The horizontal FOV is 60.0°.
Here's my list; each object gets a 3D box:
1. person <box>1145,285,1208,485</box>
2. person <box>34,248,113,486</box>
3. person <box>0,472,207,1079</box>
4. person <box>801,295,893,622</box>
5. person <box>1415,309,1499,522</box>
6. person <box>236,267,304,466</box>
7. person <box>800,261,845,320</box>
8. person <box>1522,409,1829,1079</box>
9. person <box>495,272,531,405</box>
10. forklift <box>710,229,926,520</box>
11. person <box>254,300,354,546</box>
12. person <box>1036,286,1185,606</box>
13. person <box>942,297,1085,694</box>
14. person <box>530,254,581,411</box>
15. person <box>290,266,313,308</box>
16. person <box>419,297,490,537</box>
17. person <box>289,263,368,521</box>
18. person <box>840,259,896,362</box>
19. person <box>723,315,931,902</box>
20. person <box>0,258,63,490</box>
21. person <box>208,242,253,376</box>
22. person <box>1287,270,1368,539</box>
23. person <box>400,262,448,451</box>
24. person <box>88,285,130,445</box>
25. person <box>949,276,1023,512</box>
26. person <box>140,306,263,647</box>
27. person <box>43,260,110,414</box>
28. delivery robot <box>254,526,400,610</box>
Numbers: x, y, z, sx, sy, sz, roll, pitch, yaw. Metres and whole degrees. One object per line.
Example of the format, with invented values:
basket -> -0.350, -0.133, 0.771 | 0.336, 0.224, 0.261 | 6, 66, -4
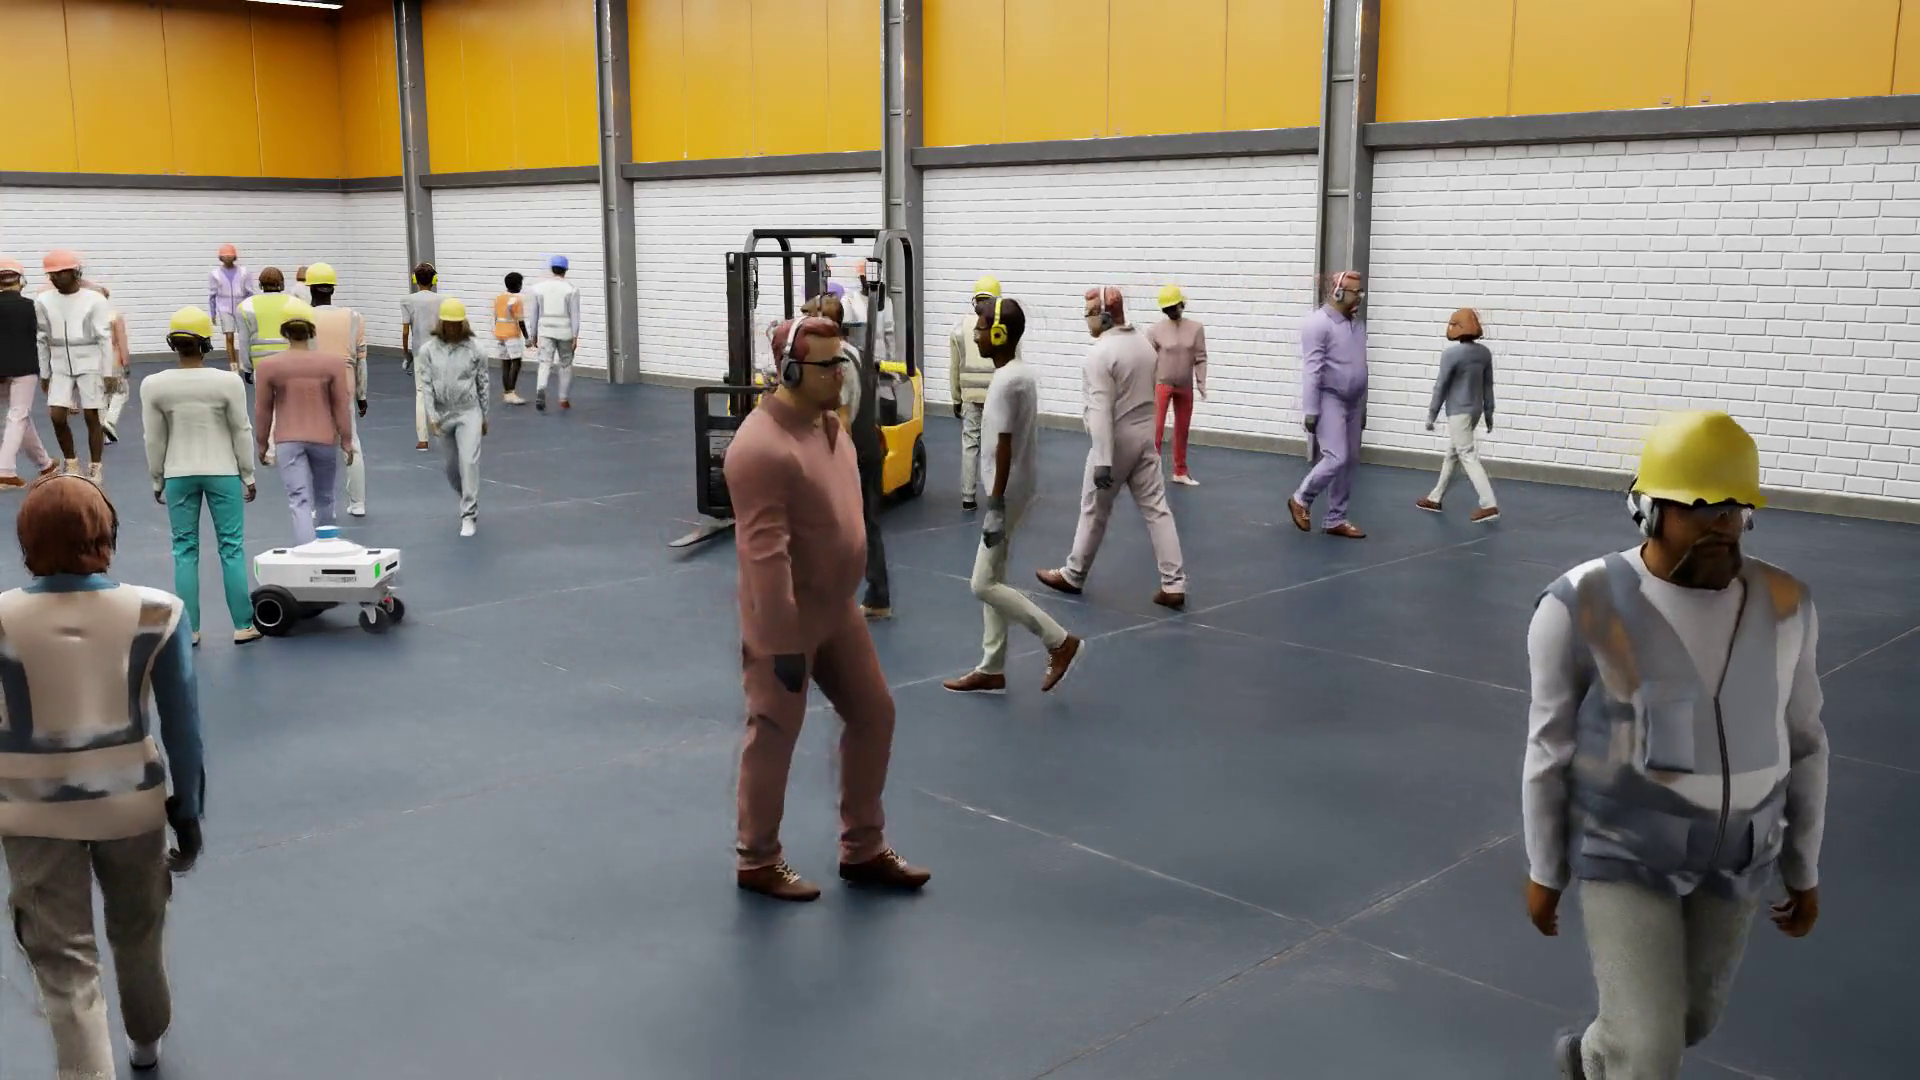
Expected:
person -> 1.778, -1.272, 13.986 | 0.627, 1.720, 0.636 | -2, 11, -12
person -> -7.426, -1.423, 13.948 | 0.642, 2.026, 0.504 | -1, 10, -7
person -> -2.050, 0.638, 3.891 | 0.516, 1.593, 0.849 | -7, 12, -33
person -> -0.692, -0.431, 9.137 | 0.717, 1.809, 0.510 | 3, 11, 16
person -> 3.802, -0.946, 12.548 | 0.511, 1.585, 0.888 | -7, 12, -32
person -> -6.337, -1.606, 15.444 | 0.624, 1.844, 0.430 | -3, 11, -17
person -> -1.647, -2.451, 20.033 | 0.564, 1.848, 0.388 | -5, 11, -24
person -> 1.458, 0.612, 3.469 | 0.599, 1.804, 0.836 | -1, 10, -4
person -> -5.699, -2.550, 21.053 | 0.357, 1.672, 0.697 | -10, 14, -43
forklift -> -1.050, -1.319, 12.920 | 1.214, 2.155, 2.313 | 2, 11, 13
person -> -4.069, -0.611, 10.300 | 0.548, 1.724, 0.851 | -5, 12, -27
person -> 0.929, -0.539, 9.642 | 1.024, 1.839, 0.763 | 9, 13, 39
person -> 0.231, -0.178, 7.612 | 0.584, 1.855, 0.547 | 1, 10, 6
person -> -4.902, -2.490, 20.104 | 0.645, 1.910, 0.849 | 0, 10, -1
person -> -10.706, -3.666, 27.254 | 0.522, 1.618, 0.425 | -6, 12, -31
person -> -3.629, -0.918, 12.071 | 0.470, 1.702, 0.770 | 0, 10, -3
person -> -4.739, -1.105, 12.480 | 0.372, 1.925, 0.595 | 10, 14, 42
person -> -0.861, -1.723, 15.879 | 0.586, 1.911, 0.653 | -6, 12, -28
person -> -0.409, 0.245, 5.247 | 0.755, 1.880, 0.672 | 4, 11, 22
person -> -7.986, -1.416, 14.160 | 0.664, 1.925, 0.988 | 0, 10, 1
person -> -10.993, -3.473, 25.122 | 0.642, 2.021, 0.514 | -5, 12, -25
person -> 2.646, -0.943, 11.697 | 0.664, 1.887, 0.464 | -10, 14, -43
person -> -5.277, -1.822, 16.544 | 0.532, 1.871, 0.319 | -3, 11, -17
person -> -8.711, -1.771, 16.911 | 0.536, 1.623, 0.388 | 0, 10, -2
person -> 0.210, -1.107, 12.781 | 0.593, 1.824, 0.403 | 4, 11, 21
person -> -3.937, -0.323, 8.652 | 0.523, 1.769, 0.317 | -2, 11, -12
person -> -10.456, -2.395, 19.704 | 0.683, 1.854, 0.992 | -8, 13, -38
delivery robot -> -3.426, 0.168, 9.026 | 0.707, 0.478, 0.477 | 0, 10, 1
